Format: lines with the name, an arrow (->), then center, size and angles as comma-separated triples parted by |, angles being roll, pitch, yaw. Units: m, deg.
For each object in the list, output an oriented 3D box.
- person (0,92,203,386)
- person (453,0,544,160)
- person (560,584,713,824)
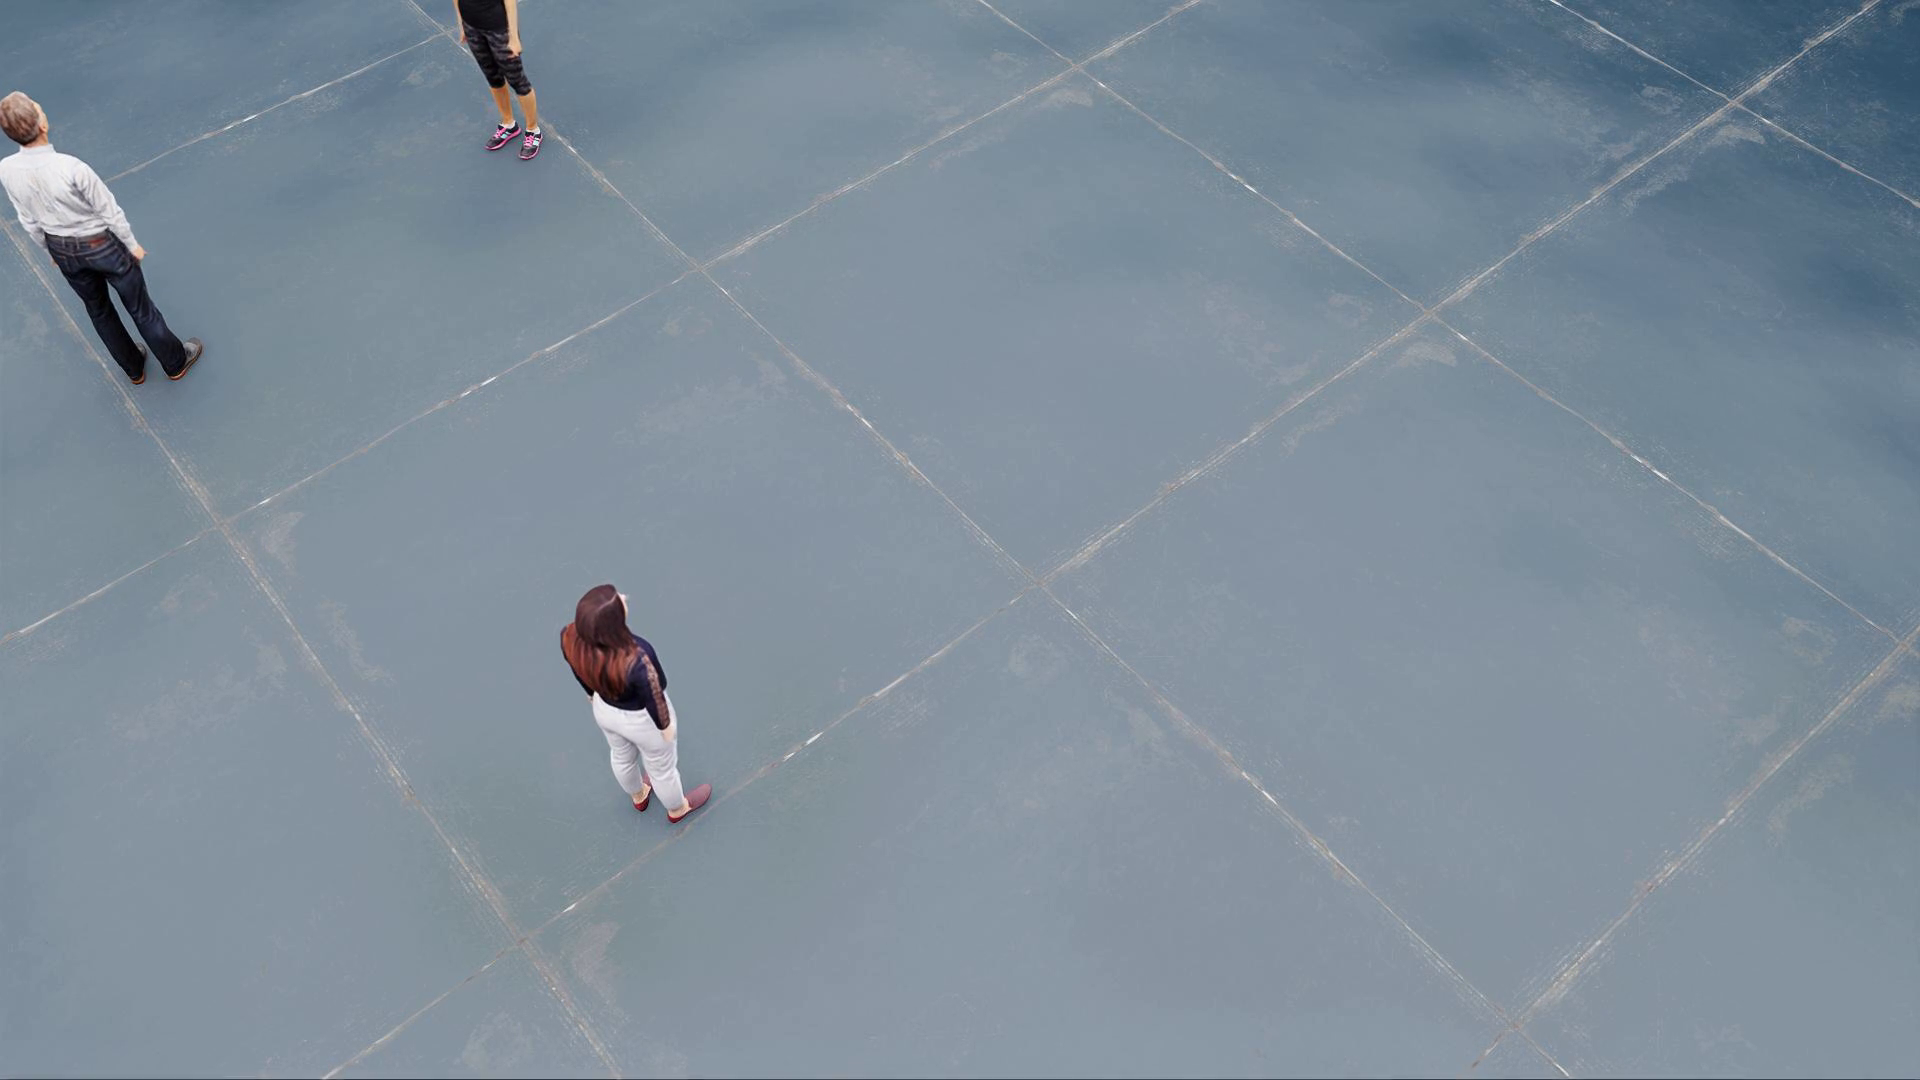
person -> -4.492, -1.520, 8.568 | 0.719, 1.820, 0.799 | 0, 52, 0
person -> -2.753, -3.034, 9.797 | 0.643, 1.730, 0.653 | 21, 55, 16
person -> -1.369, 0.701, 6.983 | 0.667, 1.607, 0.655 | 23, 56, 17
